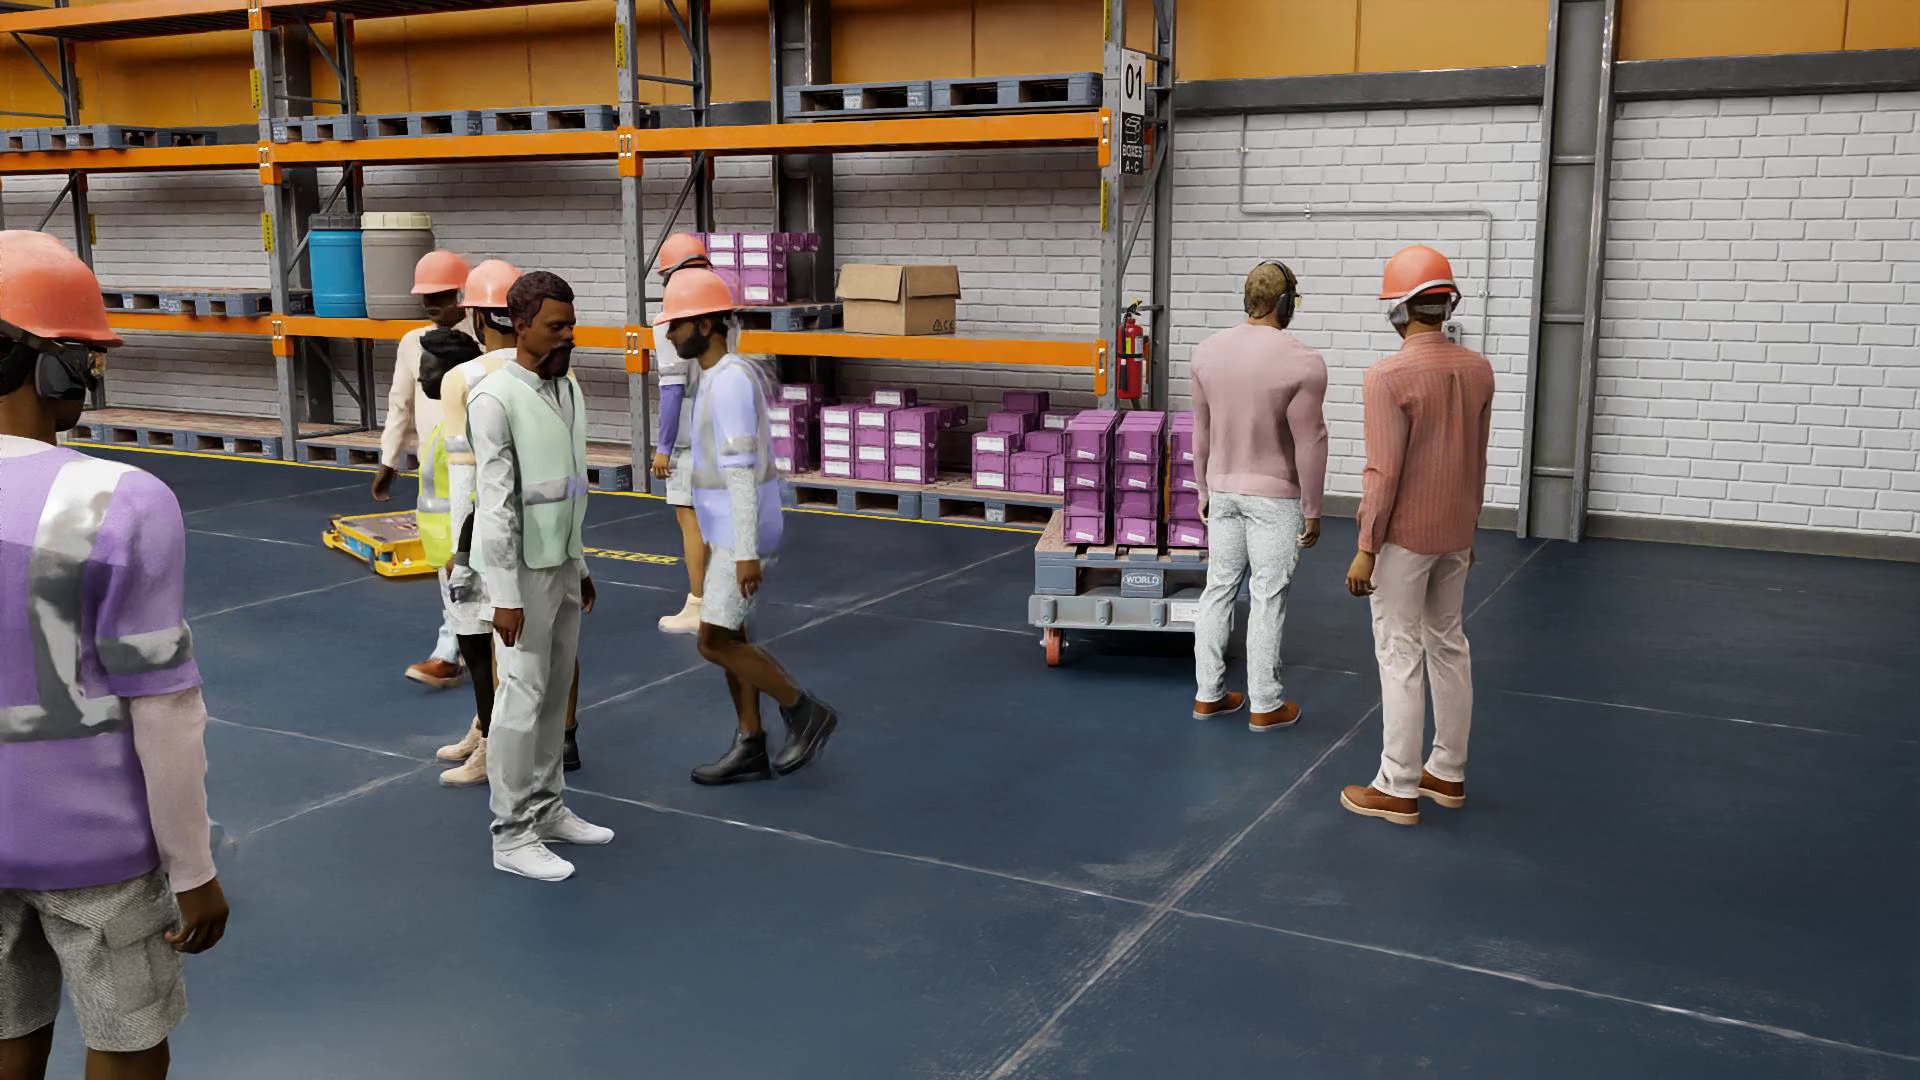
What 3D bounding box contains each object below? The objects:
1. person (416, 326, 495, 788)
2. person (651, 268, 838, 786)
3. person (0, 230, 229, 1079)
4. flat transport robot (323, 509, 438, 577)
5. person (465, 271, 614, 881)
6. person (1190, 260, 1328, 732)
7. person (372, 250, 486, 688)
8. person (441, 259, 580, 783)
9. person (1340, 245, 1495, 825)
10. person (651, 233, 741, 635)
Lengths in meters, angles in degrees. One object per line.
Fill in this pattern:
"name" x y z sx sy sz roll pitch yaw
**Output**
"person" -1.846 0.063 6.173 0.315 1.696 0.552 -3 11 -17
"person" -0.816 -0.021 6.035 0.554 1.911 0.600 -3 11 -15
"person" -1.542 0.501 2.866 0.603 2.035 0.403 3 11 14
"flat transport robot" -3.472 -0.003 10.443 0.652 0.197 1.431 -7 13 -35
"person" -1.364 0.107 5.328 0.370 1.914 0.596 2 11 11
"person" 1.217 -0.170 6.831 0.630 1.933 0.369 10 14 43
"person" -2.359 -0.324 7.579 0.635 1.953 0.866 4 11 22
"person" -1.662 -0.055 6.153 0.370 1.939 0.543 10 14 42
"person" 1.578 -0.015 5.788 0.618 1.990 0.394 -7 13 -35
"person" -1.376 -0.535 8.515 0.390 2.036 0.614 5 12 28
